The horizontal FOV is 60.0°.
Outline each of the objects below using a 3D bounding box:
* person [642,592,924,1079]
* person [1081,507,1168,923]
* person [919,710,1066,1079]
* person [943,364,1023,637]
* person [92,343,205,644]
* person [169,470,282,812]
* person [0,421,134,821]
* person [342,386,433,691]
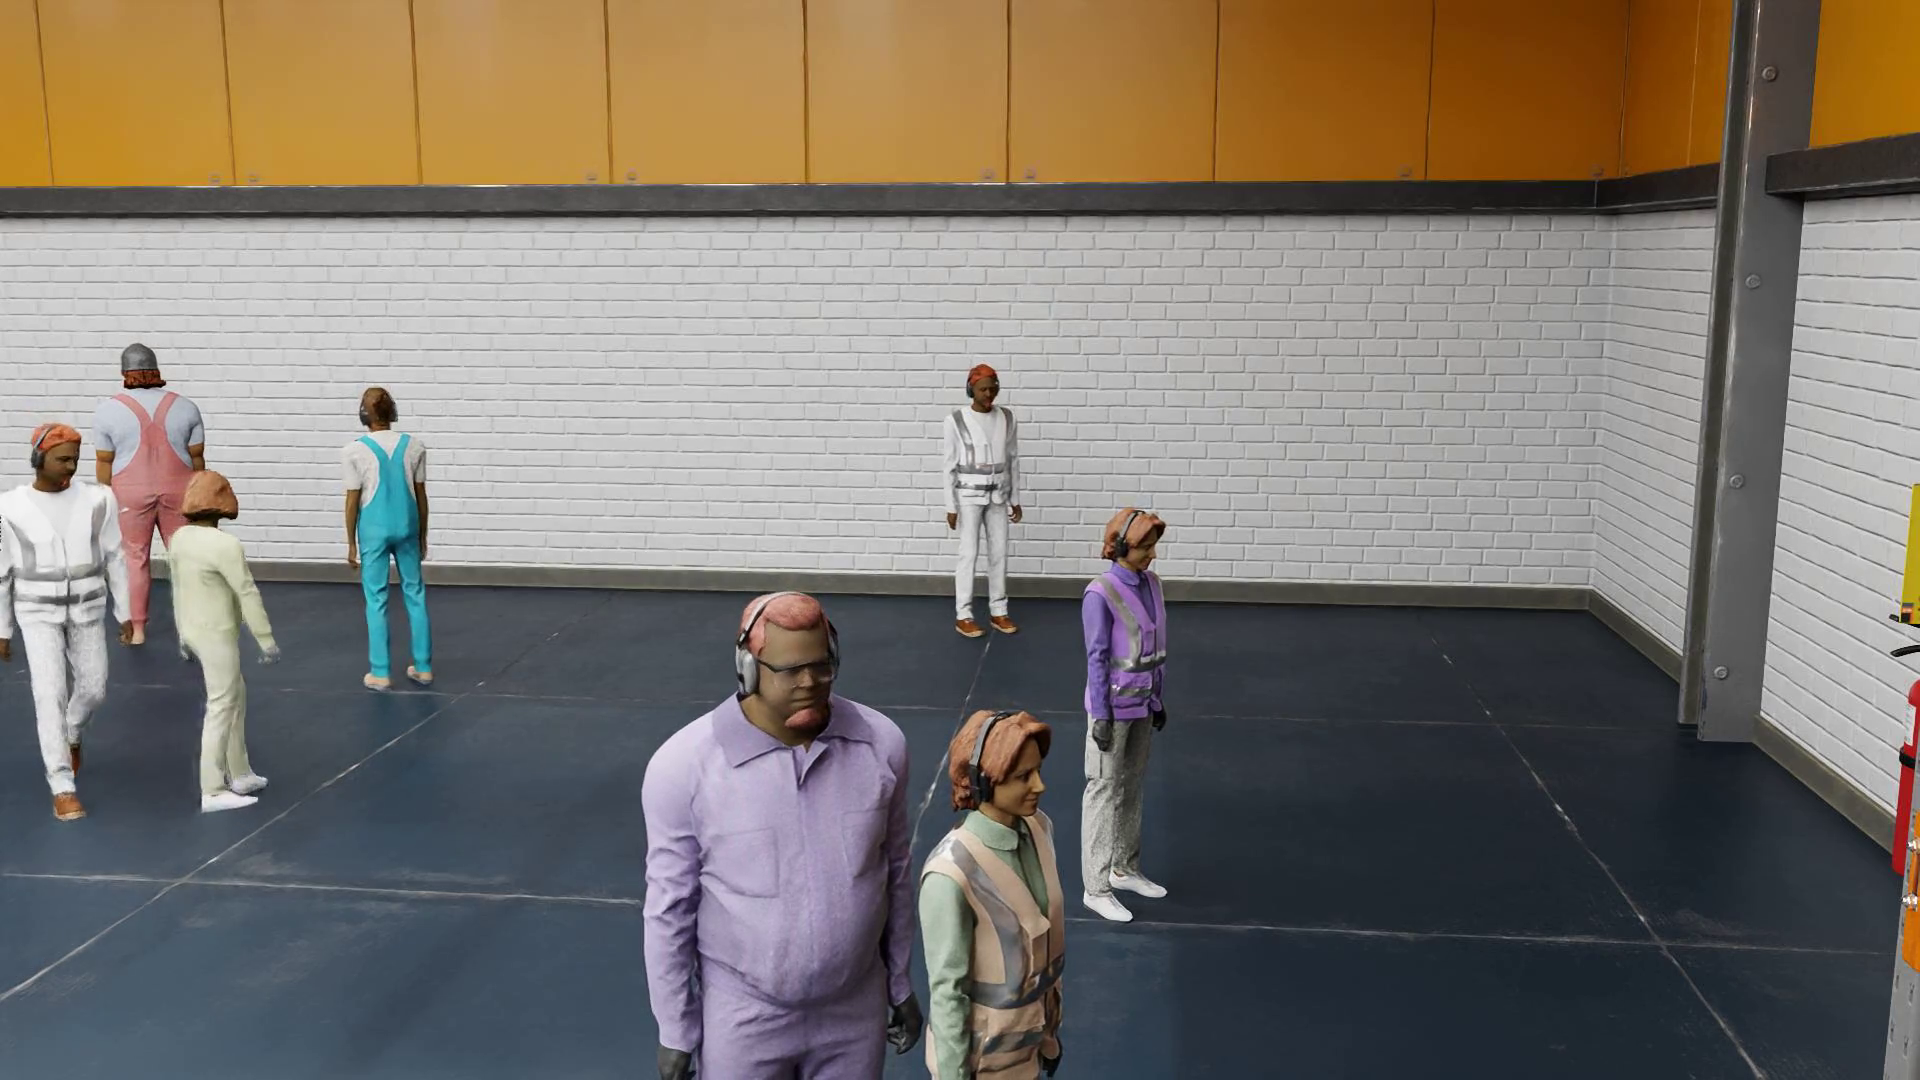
[{"bbox_3d":[-0.379,1.052,3.779,0.655,1.905,0.407,-5,11,-25],"label":"person"},{"bbox_3d":[0.658,0.682,6.659,0.308,1.640,0.511,7,12,34],"label":"person"},{"bbox_3d":[0.077,1.183,3.789,0.307,1.640,0.519,5,11,26],"label":"person"},{"bbox_3d":[0.151,-0.270,11.438,0.588,1.874,0.348,-5,11,-28],"label":"person"},{"bbox_3d":[-5.500,-0.330,11.302,0.683,2.000,0.535,-7,12,-36],"label":"person"},{"bbox_3d":[-3.471,0.477,7.899,0.566,1.622,0.443,8,13,39],"label":"person"},{"bbox_3d":[-4.310,0.349,7.954,0.599,1.860,0.740,-9,13,-41],"label":"person"},{"bbox_3d":[-3.455,-0.010,10.072,0.501,1.837,0.340,-7,12,-35],"label":"person"}]
